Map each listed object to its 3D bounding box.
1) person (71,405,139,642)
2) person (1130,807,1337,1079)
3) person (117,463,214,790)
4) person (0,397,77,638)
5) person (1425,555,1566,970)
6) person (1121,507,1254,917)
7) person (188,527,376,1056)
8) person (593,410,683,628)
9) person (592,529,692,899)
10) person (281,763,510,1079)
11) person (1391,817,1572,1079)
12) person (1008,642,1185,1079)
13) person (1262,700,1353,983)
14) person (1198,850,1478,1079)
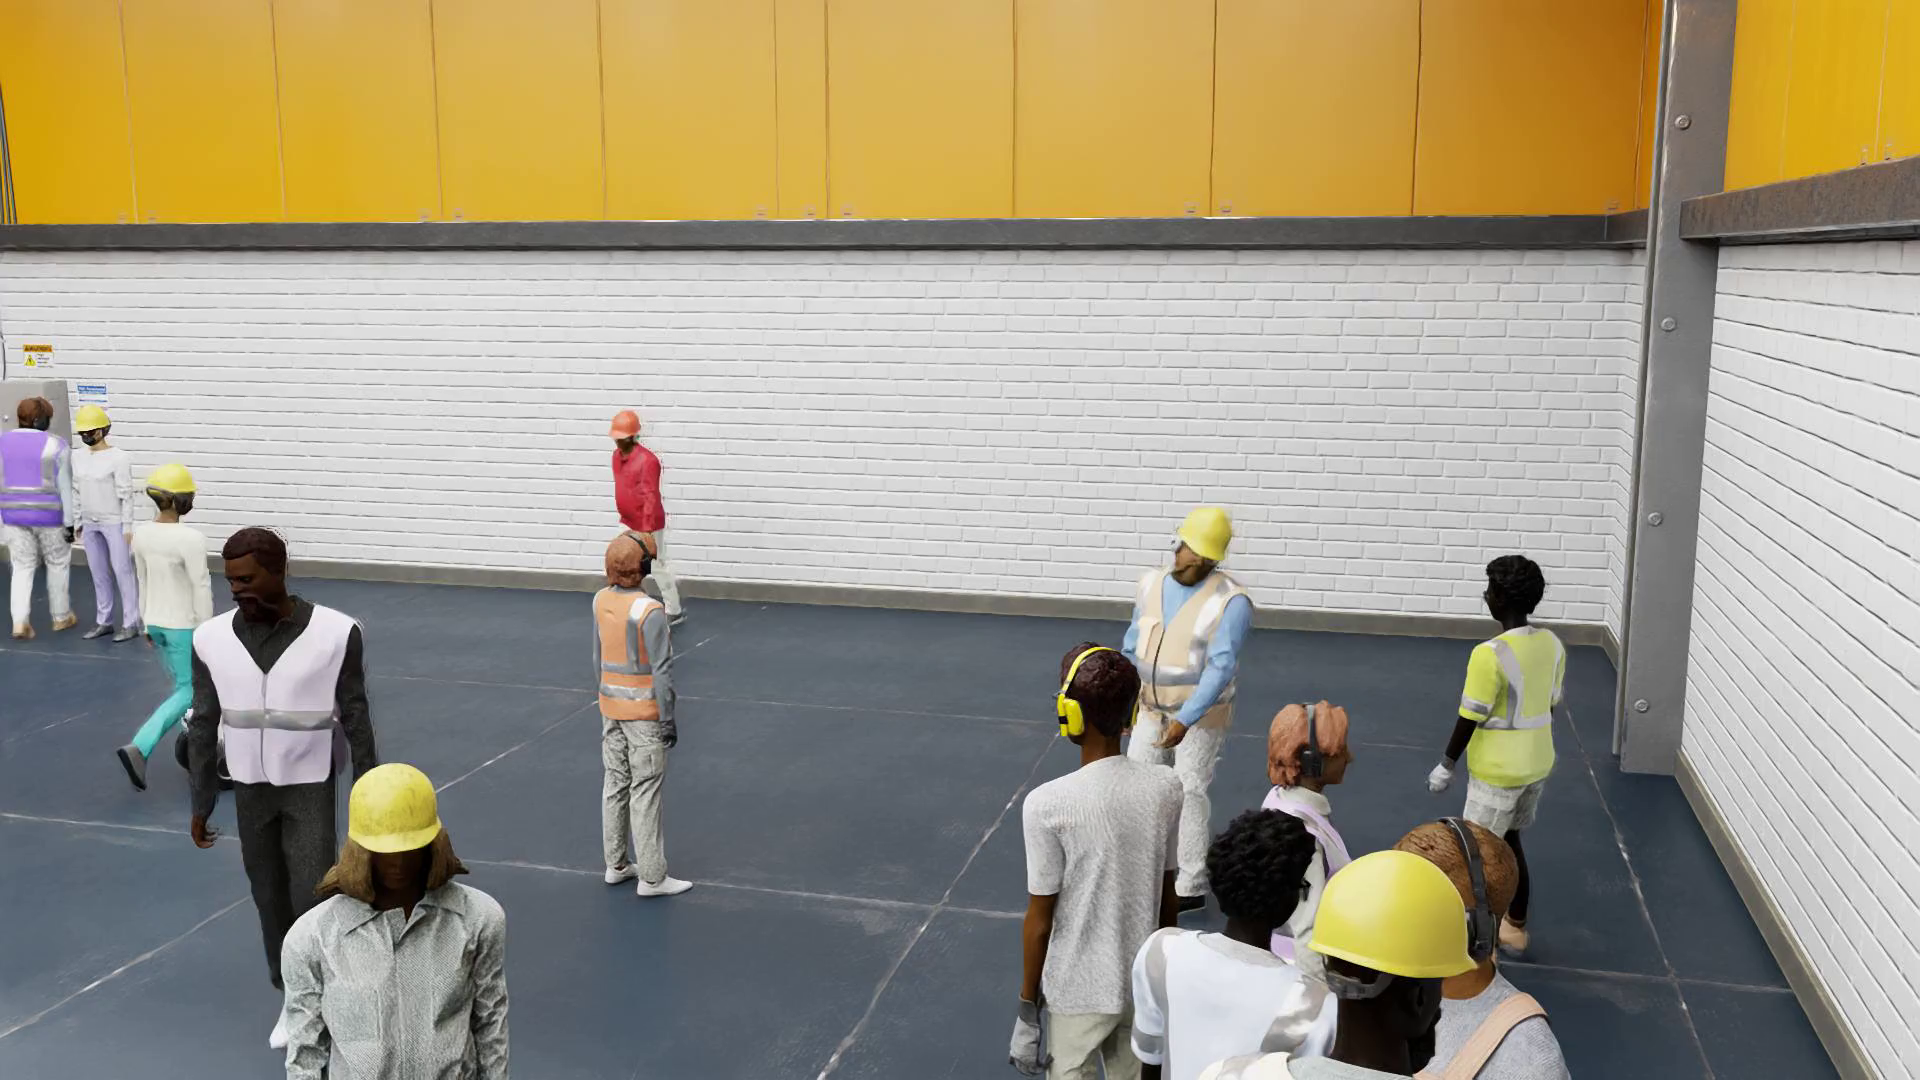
[{"bbox_3d":[-6.345,-0.119,12.310,0.526,1.761,0.344,3,10,17],"label":"person"},{"bbox_3d":[0.599,1.398,3.580,0.541,1.687,0.319,8,13,40],"label":"person"},{"bbox_3d":[-4.270,0.461,8.943,0.531,1.743,0.722,5,11,27],"label":"person"},{"bbox_3d":[-6.911,-0.170,12.490,0.648,1.808,0.582,-2,10,-9],"label":"person"},{"bbox_3d":[2.116,0.894,6.543,0.553,1.692,0.377,-8,13,-41],"label":"person"},{"bbox_3d":[0.888,0.741,7.134,0.519,1.792,0.662,-9,13,-43],"label":"person"},{"bbox_3d":[-2.416,0.904,5.872,0.620,1.896,0.600,0,10,-2],"label":"person"},{"bbox_3d":[-2.457,-0.142,12.590,0.585,1.703,0.845,8,13,41],"label":"person"},{"bbox_3d":[-1.440,0.771,7.396,0.523,1.645,0.306,9,13,43],"label":"person"},{"bbox_3d":[-1.242,1.343,3.741,0.486,1.744,0.298,-5,11,-27],"label":"person"},{"bbox_3d":[0.880,1.402,3.093,0.338,1.845,0.514,-3,10,-19],"label":"person"},{"bbox_3d":[0.354,1.188,4.330,0.502,1.862,0.328,-7,12,-34],"label":"person"},{"bbox_3d":[0.938,1.248,4.603,0.308,1.642,0.510,1,10,3],"label":"person"},{"bbox_3d":[0.645,1.437,2.671,0.585,1.920,0.382,6,11,32],"label":"person"}]
